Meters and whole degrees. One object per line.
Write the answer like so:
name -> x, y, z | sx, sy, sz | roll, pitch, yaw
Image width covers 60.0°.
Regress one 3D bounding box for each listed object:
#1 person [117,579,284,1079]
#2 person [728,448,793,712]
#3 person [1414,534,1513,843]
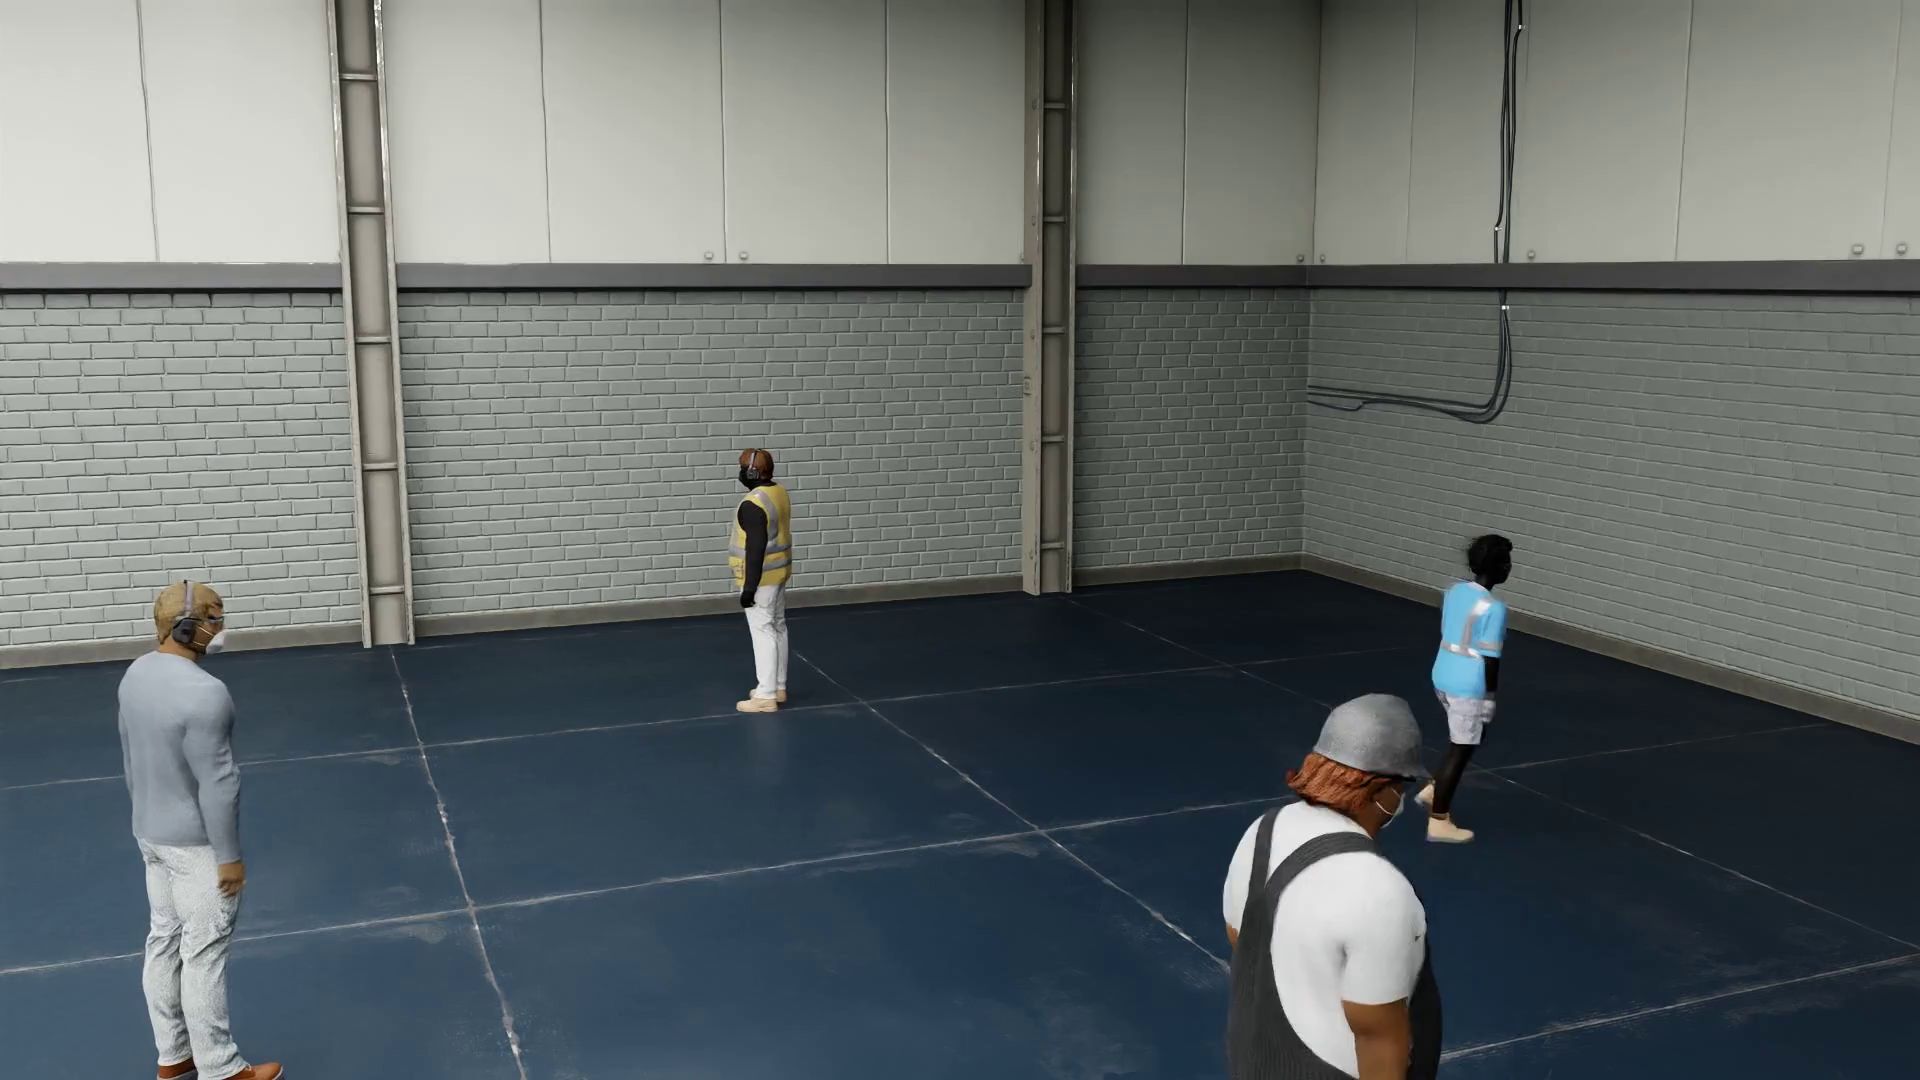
person -> -2.834, 1.103, 6.131 | 0.629, 1.934, 0.378 | 7, 12, 38
person -> -1.394, 0.277, 11.603 | 0.430, 1.844, 0.624 | 2, 9, 12
person -> 2.706, 0.795, 8.906 | 0.430, 1.666, 0.545 | -1, 9, -7
